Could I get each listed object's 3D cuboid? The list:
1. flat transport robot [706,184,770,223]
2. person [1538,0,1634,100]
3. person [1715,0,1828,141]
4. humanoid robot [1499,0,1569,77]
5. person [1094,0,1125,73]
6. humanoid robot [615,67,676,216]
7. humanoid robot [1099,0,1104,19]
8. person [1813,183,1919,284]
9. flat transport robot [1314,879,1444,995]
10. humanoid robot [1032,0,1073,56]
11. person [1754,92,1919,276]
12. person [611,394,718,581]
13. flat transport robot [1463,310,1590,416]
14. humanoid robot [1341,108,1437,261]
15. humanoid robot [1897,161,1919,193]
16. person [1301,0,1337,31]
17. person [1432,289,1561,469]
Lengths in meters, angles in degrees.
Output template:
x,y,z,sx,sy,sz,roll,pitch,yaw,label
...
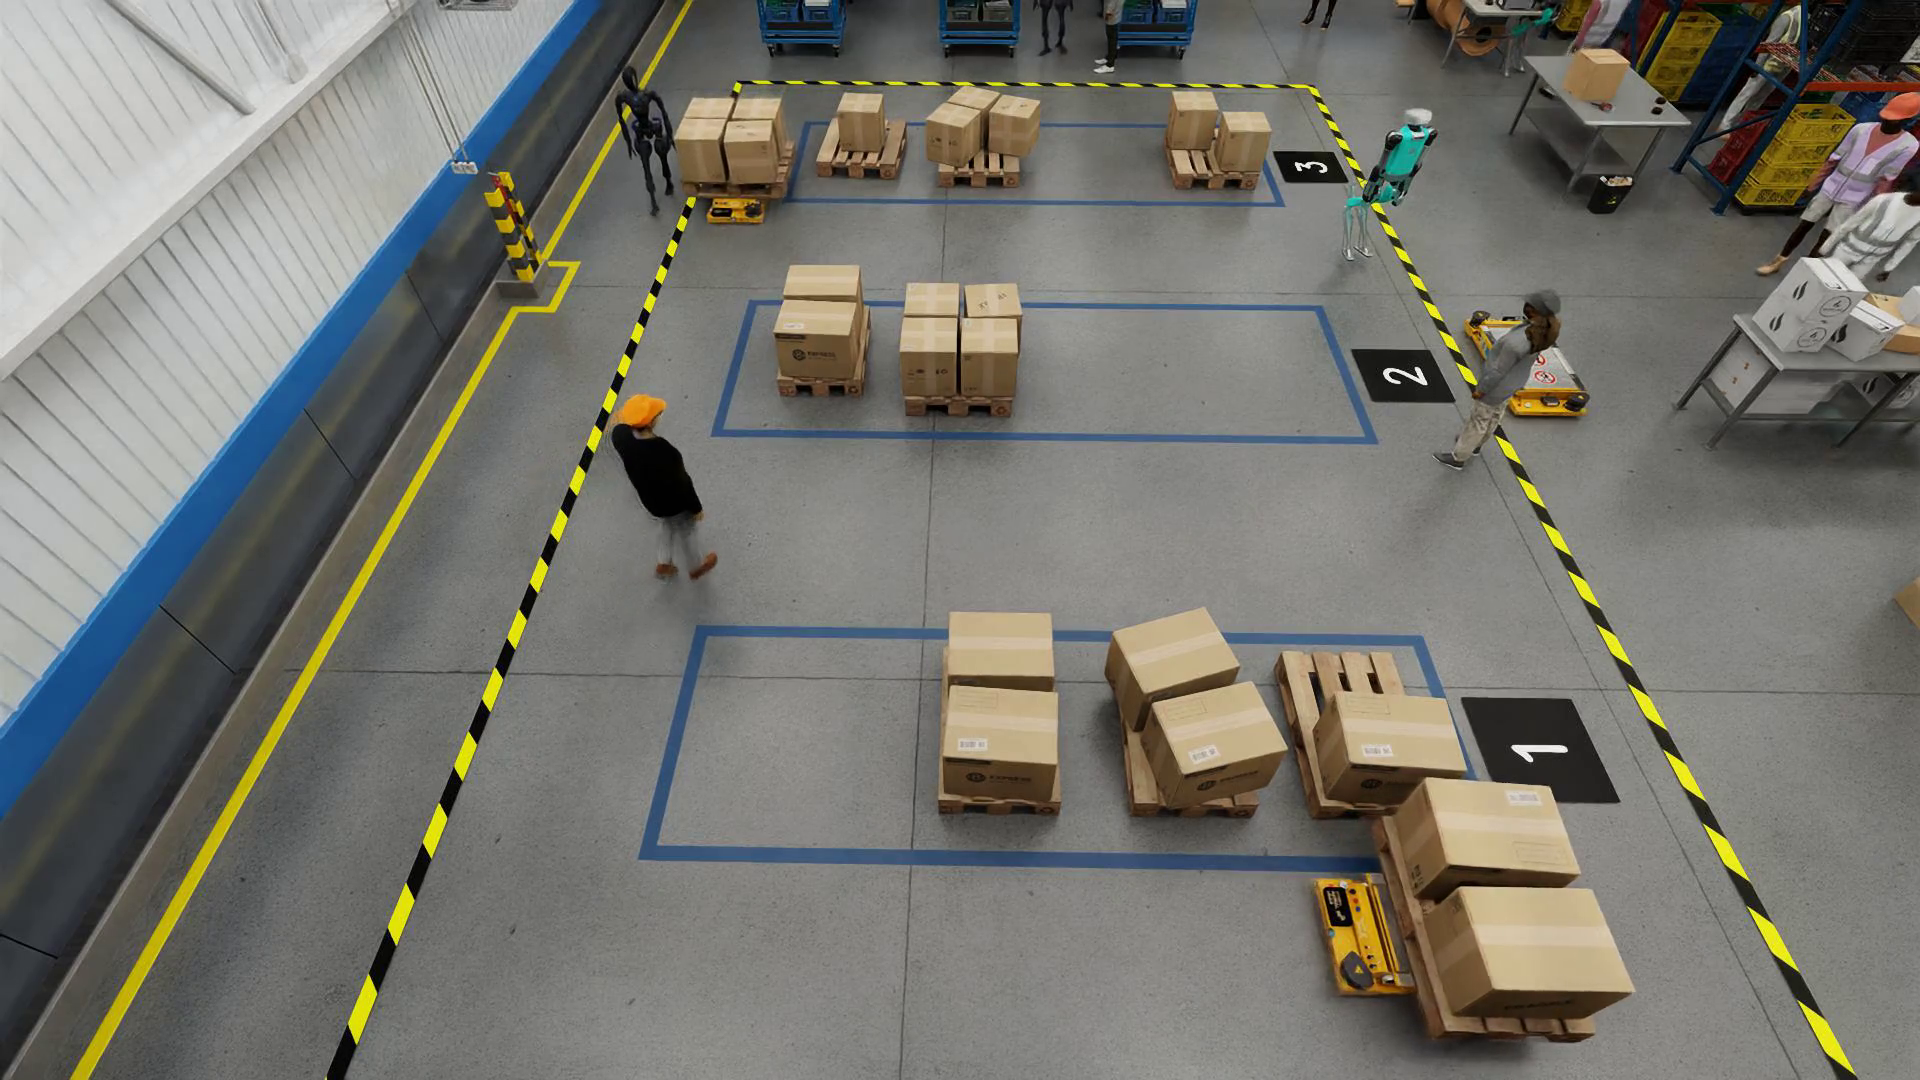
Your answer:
x,y,z,sx,sy,sz,roll,pitch,yaw,label
-2.670,-4.363,11.291,0.652,0.197,1.431,1,49,1,flat transport robot
8.638,-6.821,12.430,0.620,1.796,0.695,-8,50,-7,person
10.487,-6.099,11.772,0.632,1.843,0.429,-9,50,-7,person
8.287,-7.607,13.133,0.530,1.776,0.740,-12,50,-10,humanoid robot
2.169,-7.721,13.172,0.396,1.847,0.588,8,50,7,person
-3.614,-4.686,10.698,0.609,1.618,0.798,-7,49,-6,humanoid robot
2.424,-9.191,14.562,0.590,1.645,0.430,25,54,20,humanoid robot
8.706,-2.773,8.893,0.612,1.835,0.569,12,50,10,person
2.935,2.354,5.477,1.431,0.197,0.652,1,49,1,flat transport robot
1.392,-8.087,13.603,0.612,1.635,0.475,5,49,4,humanoid robot
9.098,-3.576,9.465,0.401,2.033,0.608,-22,52,-18,person
-2.178,-0.305,6.740,0.593,1.872,0.505,24,53,19,person
5.573,-1.757,9.054,0.659,0.231,1.431,1,49,1,flat transport robot
4.471,-3.848,9.806,0.533,1.673,0.735,-11,50,-9,humanoid robot
10.476,-3.855,9.939,0.484,1.643,0.589,12,50,10,humanoid robot
5.823,-9.021,14.219,0.612,1.963,0.361,29,55,22,person
4.551,-1.325,7.687,0.563,1.769,0.398,-30,56,-23,person
